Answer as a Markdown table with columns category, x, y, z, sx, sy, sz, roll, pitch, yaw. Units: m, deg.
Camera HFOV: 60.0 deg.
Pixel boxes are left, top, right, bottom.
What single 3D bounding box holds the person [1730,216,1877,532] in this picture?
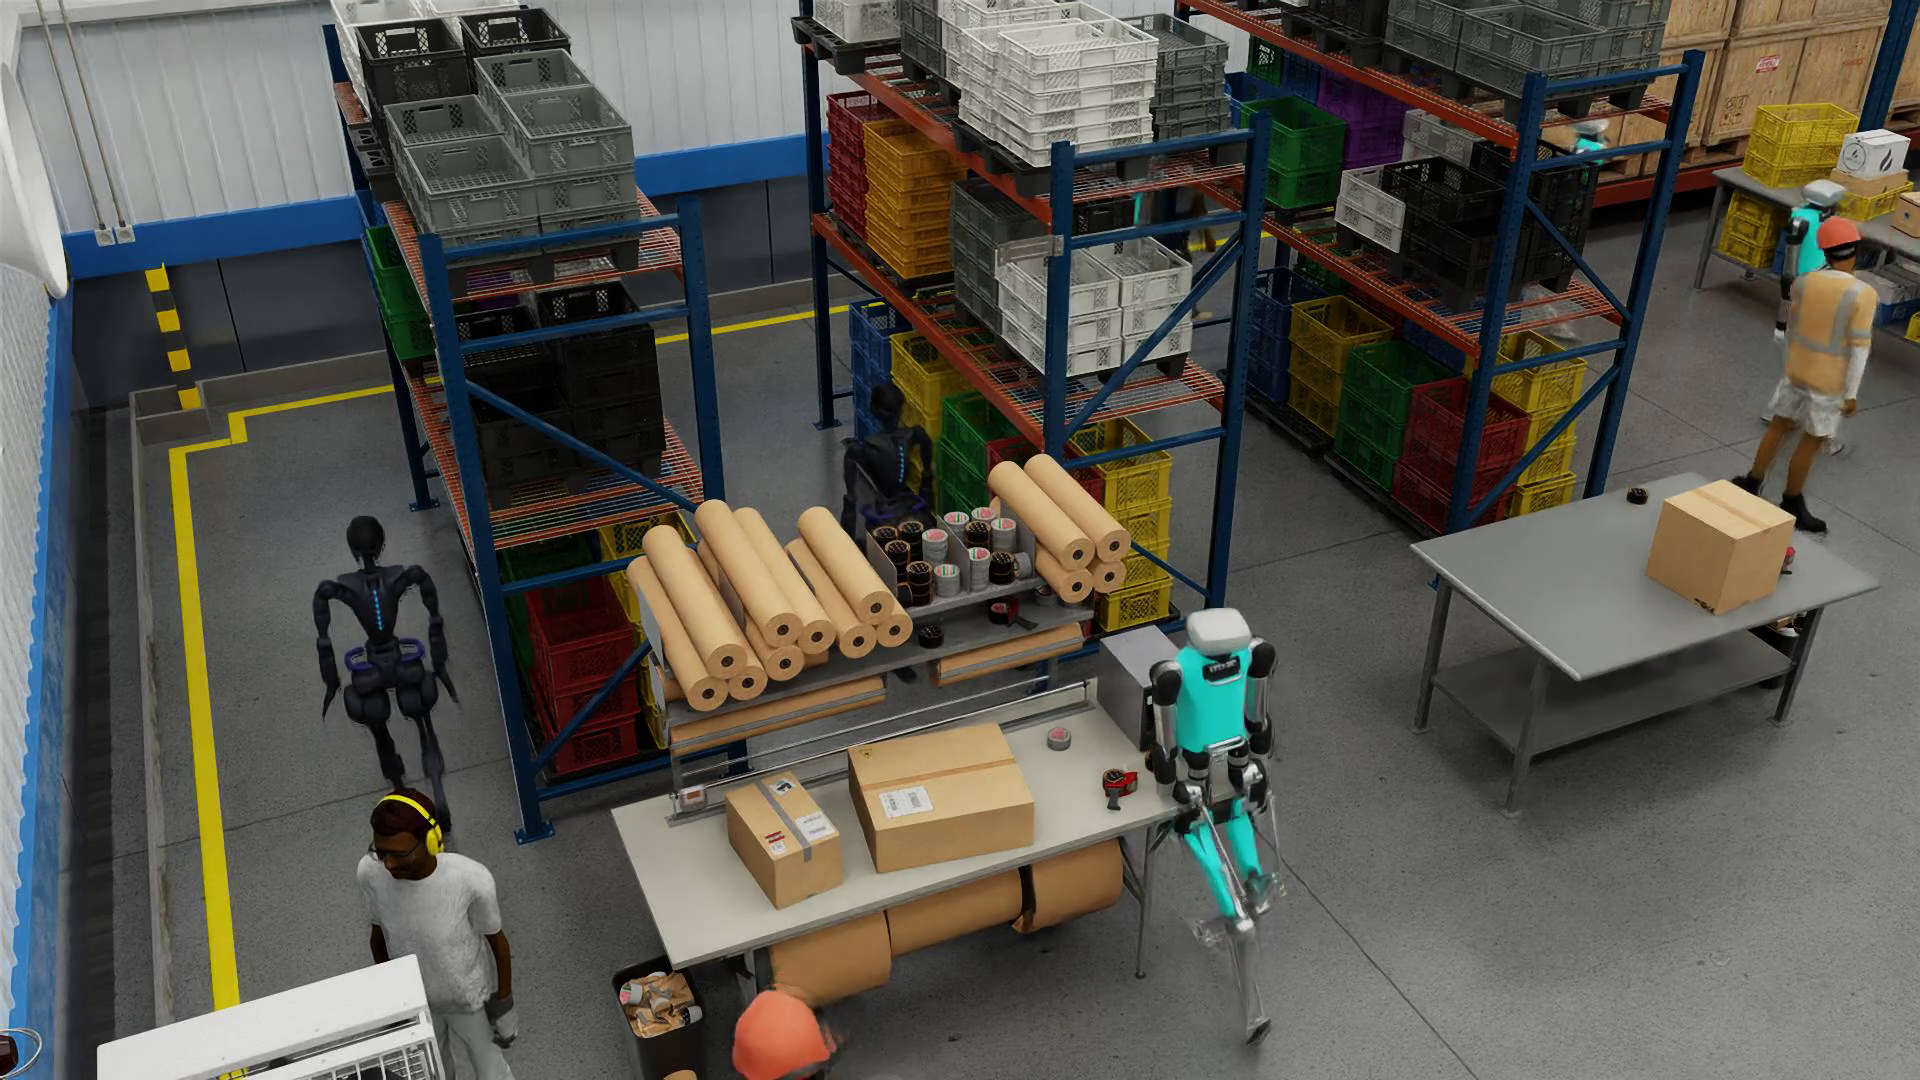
| category | x | y | z | sx | sy | sz | roll | pitch | yaw |
| --- | --- | --- | --- | --- | --- | --- | --- | --- | --- |
| person | 5.172 | -0.973 | 10.017 | 0.362 | 1.887 | 0.677 | -12 | 34 | -18 |

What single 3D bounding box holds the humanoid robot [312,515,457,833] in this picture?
| category | x | y | z | sx | sy | sz | roll | pitch | yaw |
| --- | --- | --- | --- | --- | --- | --- | --- | --- | --- |
| humanoid robot | -2.605 | 0.666 | 7.558 | 0.593 | 1.643 | 0.525 | -13 | 34 | -21 |

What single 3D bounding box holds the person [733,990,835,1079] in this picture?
| category | x | y | z | sx | sy | sz | roll | pitch | yaw |
| --- | --- | --- | --- | --- | --- | --- | --- | --- | --- |
| person | -0.485 | 2.176 | 4.793 | 0.833 | 2.000 | 0.589 | -19 | 37 | -28 |

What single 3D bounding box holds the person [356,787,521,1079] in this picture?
| category | x | y | z | sx | sy | sz | roll | pitch | yaw |
| --- | --- | --- | --- | --- | --- | --- | --- | --- | --- |
| person | -1.802 | 1.619 | 5.814 | 0.521 | 1.871 | 0.325 | 4 | 32 | 6 |

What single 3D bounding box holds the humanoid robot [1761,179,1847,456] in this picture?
| category | x | y | z | sx | sy | sz | roll | pitch | yaw |
| --- | --- | --- | --- | --- | --- | --- | --- | --- | --- |
| humanoid robot | 5.699 | -1.377 | 10.881 | 0.552 | 1.867 | 0.837 | -27 | 40 | -36 |

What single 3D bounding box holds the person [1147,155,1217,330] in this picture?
| category | x | y | z | sx | sy | sz | roll | pitch | yaw |
| --- | --- | --- | --- | --- | --- | --- | --- | --- | --- |
| person | 1.679 | -2.287 | 12.217 | 0.865 | 1.811 | 0.536 | -11 | 33 | -17 |

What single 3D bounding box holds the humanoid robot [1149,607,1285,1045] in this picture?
| category | x | y | z | sx | sy | sz | roll | pitch | yaw |
| --- | --- | --- | --- | --- | --- | --- | --- | --- | --- |
| humanoid robot | 1.136 | 1.208 | 6.650 | 0.560 | 1.798 | 0.902 | -12 | 34 | -19 |

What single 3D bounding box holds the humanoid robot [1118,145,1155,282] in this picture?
| category | x | y | z | sx | sy | sz | roll | pitch | yaw |
| --- | --- | --- | --- | --- | --- | --- | --- | --- | --- |
| humanoid robot | 1.421 | -2.669 | 13.005 | 0.548 | 1.895 | 0.769 | 10 | 33 | 15 |

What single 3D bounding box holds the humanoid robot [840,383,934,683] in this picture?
| category | x | y | z | sx | sy | sz | roll | pitch | yaw |
| --- | --- | --- | --- | --- | --- | --- | --- | --- | --- |
| humanoid robot | -0.421 | -0.081 | 8.782 | 0.612 | 1.635 | 0.697 | -20 | 37 | -29 |

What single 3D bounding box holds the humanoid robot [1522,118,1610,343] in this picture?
| category | x | y | z | sx | sy | sz | roll | pitch | yaw |
| --- | --- | --- | --- | --- | --- | --- | --- | --- | --- |
| humanoid robot | 4.297 | -2.349 | 12.424 | 1.041 | 1.758 | 0.554 | 21 | 37 | 30 |

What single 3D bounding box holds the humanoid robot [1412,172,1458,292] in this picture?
| category | x | y | z | sx | sy | sz | roll | pitch | yaw |
| --- | --- | --- | --- | --- | --- | --- | --- | --- | --- |
| humanoid robot | 3.422 | -2.186 | 12.200 | 0.676 | 1.636 | 0.589 | 20 | 37 | 29 |
